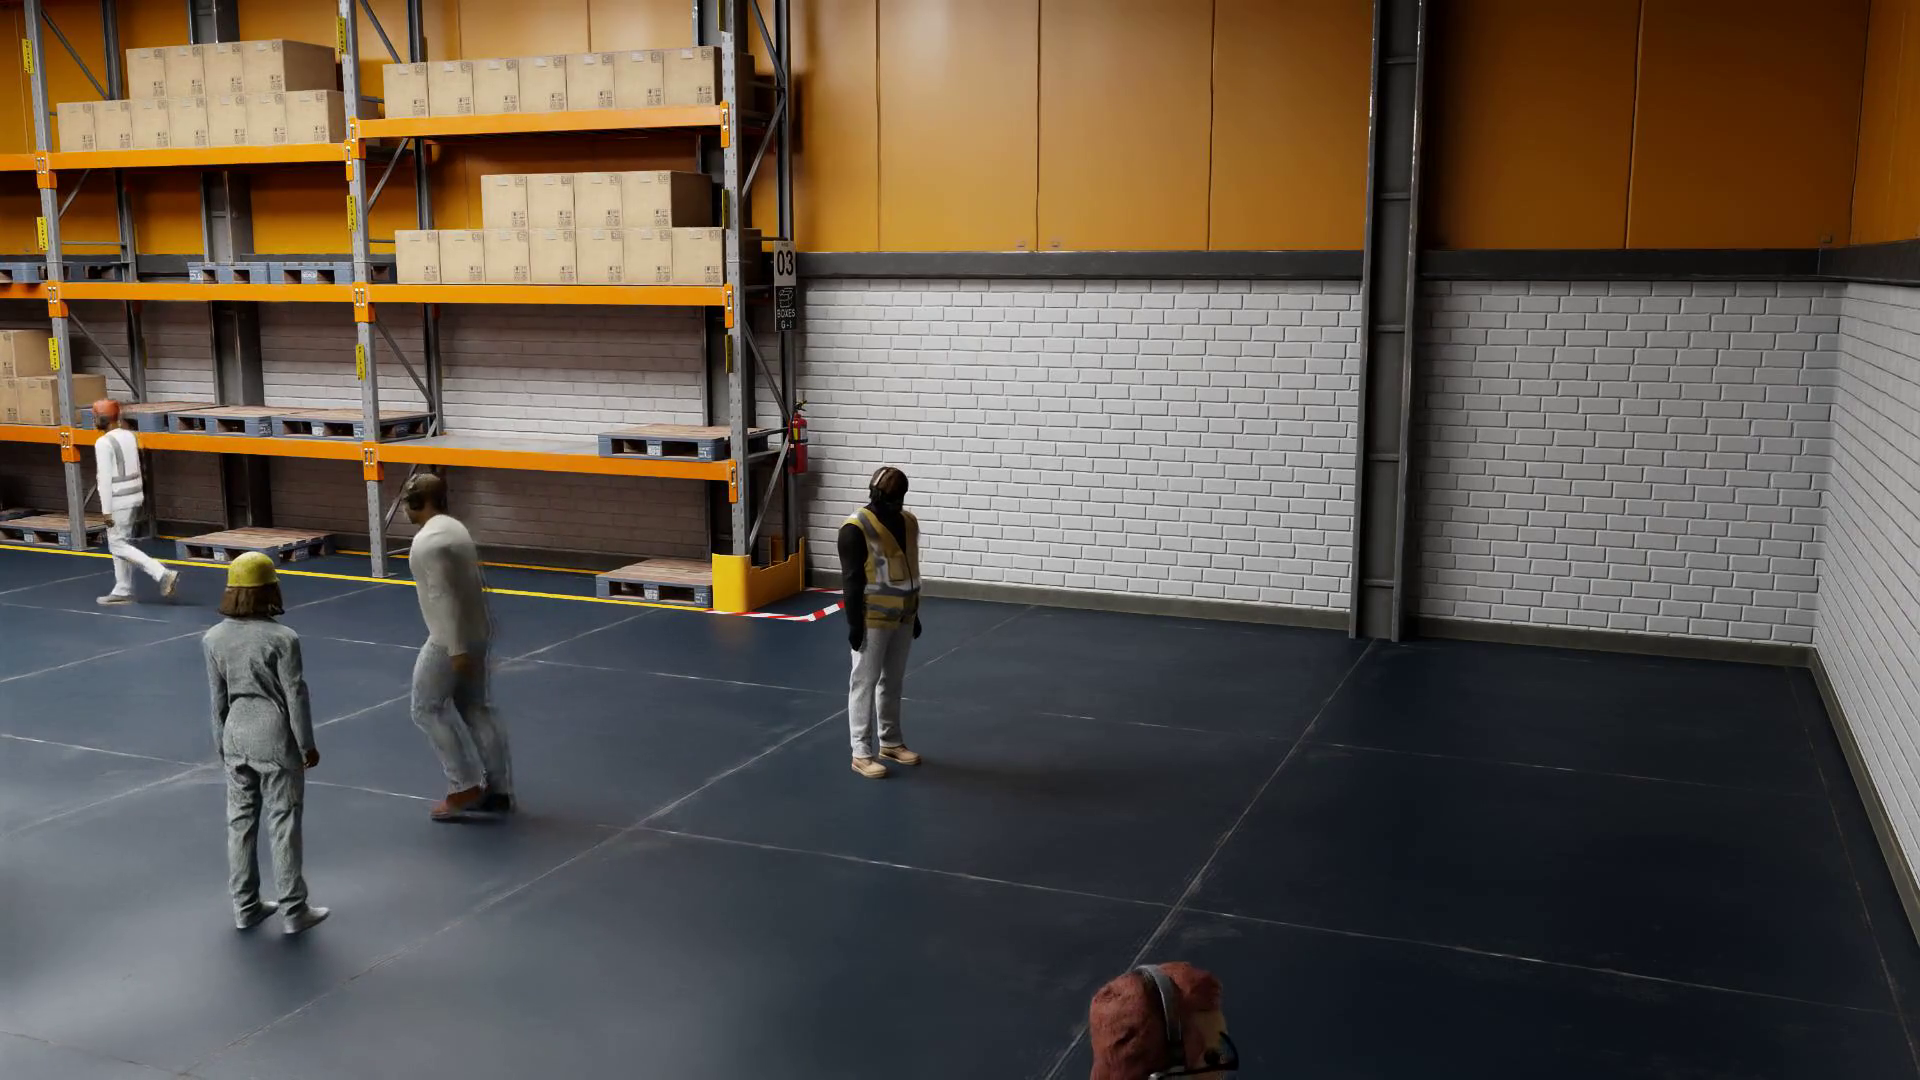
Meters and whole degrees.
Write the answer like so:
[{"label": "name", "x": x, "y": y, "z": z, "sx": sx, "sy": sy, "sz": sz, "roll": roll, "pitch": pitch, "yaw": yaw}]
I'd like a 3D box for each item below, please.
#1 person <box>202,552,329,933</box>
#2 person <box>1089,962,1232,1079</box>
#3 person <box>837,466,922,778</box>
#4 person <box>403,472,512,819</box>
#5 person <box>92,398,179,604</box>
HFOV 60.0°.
[{"label": "person", "x": -3.148, "y": 0.914, "z": 7.533, "sx": 0.482, "sy": 1.737, "sz": 0.309, "roll": 3, "pitch": 10, "yaw": 15}, {"label": "person", "x": 0.310, "y": 1.615, "z": 2.765, "sx": 0.404, "sy": 1.905, "sz": 0.650, "roll": -3, "pitch": 10, "yaw": -18}, {"label": "person", "x": -0.443, "y": 0.473, "z": 9.904, "sx": 0.430, "sy": 1.836, "sz": 0.624, "roll": 7, "pitch": 12, "yaw": 37}, {"label": "person", "x": -2.767, "y": 0.577, "z": 9.122, "sx": 0.592, "sy": 1.885, "sz": 0.658, "roll": 1, "pitch": 9, "yaw": 3}, {"label": "person", "x": -7.309, "y": -0.327, "z": 14.661, "sx": 0.719, "sy": 1.867, "sz": 0.579, "roll": 0, "pitch": 9, "yaw": 0}]
